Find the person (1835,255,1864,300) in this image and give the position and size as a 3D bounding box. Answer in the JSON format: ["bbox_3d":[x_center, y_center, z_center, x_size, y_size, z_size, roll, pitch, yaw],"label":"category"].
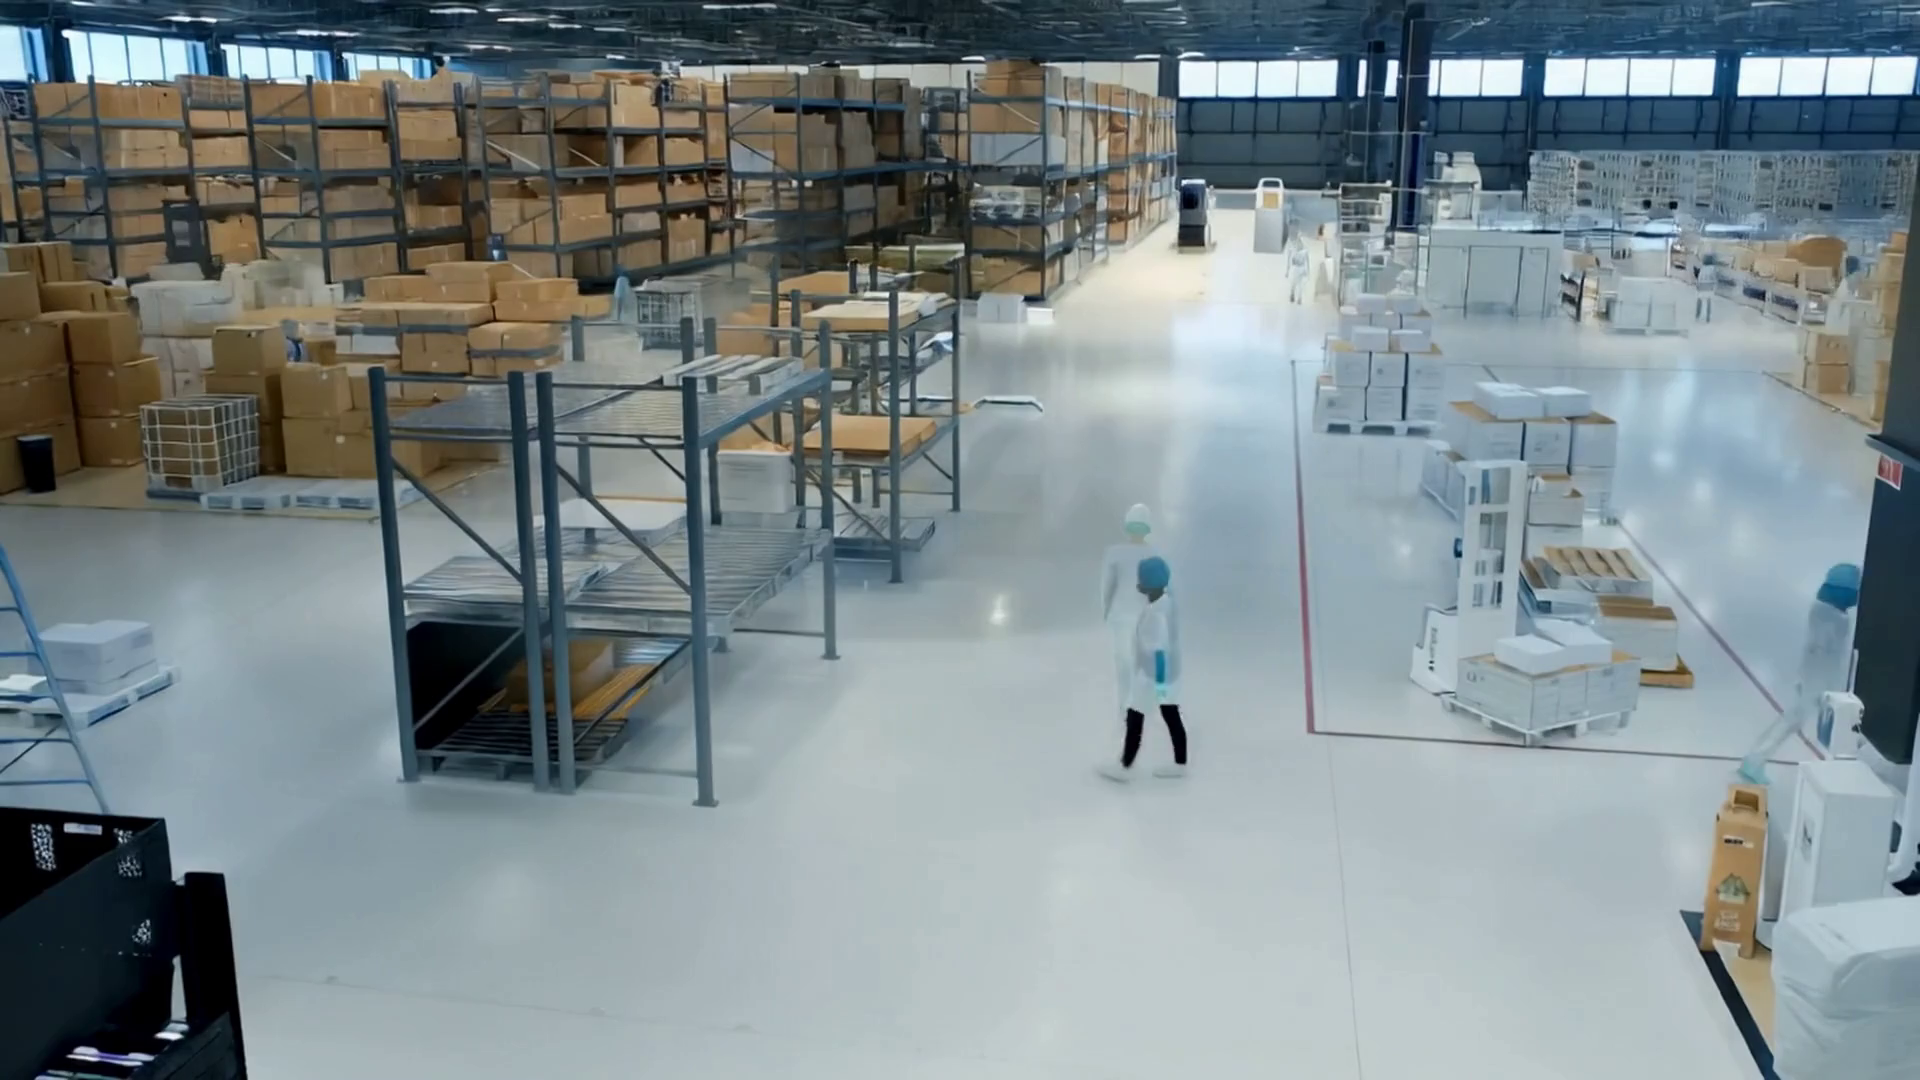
[{"bbox_3d":[19.026,-5.140,35.801,1.029,2.000,0.700,4,14,15],"label":"person"}]

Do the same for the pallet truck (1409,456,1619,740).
[{"bbox_3d":[4.504,0.400,13.395,0.823,1.965,1.885,-6,15,-23],"label":"pallet truck"}]

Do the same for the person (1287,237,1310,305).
[{"bbox_3d":[9.143,-7.272,44.918,0.598,1.816,0.534,2,14,9],"label":"person"}]

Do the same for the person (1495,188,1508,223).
[{"bbox_3d":[26.023,-15.938,79.916,0.651,1.906,0.403,9,16,32],"label":"person"}]

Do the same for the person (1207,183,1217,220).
[{"bbox_3d":[13.300,-17.854,87.715,0.626,1.911,0.962,-6,15,-22],"label":"person"}]

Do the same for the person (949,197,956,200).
[{"bbox_3d":[-0.489,-19.081,92.780,0.728,1.842,0.958,-6,15,-22],"label":"person"}]

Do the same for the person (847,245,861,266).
[{"bbox_3d":[-2.834,-6.889,43.609,0.540,1.695,0.317,4,14,14],"label":"person"}]

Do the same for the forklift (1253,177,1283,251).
[{"bbox_3d":[12.083,-12.747,64.956,1.129,2.768,1.873,3,14,10],"label":"forklift"}]

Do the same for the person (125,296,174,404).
[{"bbox_3d":[-13.995,-3.197,28.267,1.016,1.865,0.592,3,14,10],"label":"person"}]

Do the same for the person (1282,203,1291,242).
[{"bbox_3d":[13.774,-13.447,70.366,0.497,1.633,0.289,-3,14,-13],"label":"person"}]

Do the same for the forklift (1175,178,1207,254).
[{"bbox_3d":[8.869,-12.395,63.530,1.129,2.768,1.873,3,14,10],"label":"forklift"}]

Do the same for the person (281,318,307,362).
[{"bbox_3d":[-10.120,-2.455,25.317,0.350,1.839,0.506,5,15,18],"label":"person"}]

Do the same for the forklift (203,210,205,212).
[{"bbox_3d":[-25.116,-10.520,55.913,1.873,2.768,1.129,-4,14,-14],"label":"forklift"}]

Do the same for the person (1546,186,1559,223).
[{"bbox_3d":[29.090,-16.289,81.275,1.016,1.947,0.633,-3,14,-11],"label":"person"}]

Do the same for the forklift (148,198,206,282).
[{"bbox_3d":[-21.104,-7.887,45.226,1.129,2.768,1.873,3,14,10],"label":"forklift"}]

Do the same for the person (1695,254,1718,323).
[{"bbox_3d":[18.130,-6.094,40.417,0.538,1.679,0.703,3,14,11],"label":"person"}]

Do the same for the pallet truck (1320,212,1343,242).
[{"bbox_3d":[15.874,-13.227,70.310,0.680,1.201,1.601,10,17,35],"label":"pallet truck"}]

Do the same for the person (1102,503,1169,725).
[{"bbox_3d":[1.387,0.562,13.240,0.523,1.744,0.717,1,14,5],"label":"person"}]

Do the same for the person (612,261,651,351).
[{"bbox_3d":[-7.044,-4.927,35.182,0.940,1.933,0.609,0,14,1],"label":"person"}]

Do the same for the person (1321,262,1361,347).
[{"bbox_3d":[8.206,-4.922,35.226,0.972,1.884,0.571,-1,14,-3],"label":"person"}]

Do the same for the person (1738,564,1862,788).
[{"bbox_3d":[6.013,0.978,11.678,0.908,1.696,0.498,1,14,4],"label":"person"}]

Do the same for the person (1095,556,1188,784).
[{"bbox_3d":[1.313,0.933,11.893,0.751,1.668,0.547,4,14,15],"label":"person"}]

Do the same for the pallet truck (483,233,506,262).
[{"bbox_3d":[-11.832,-7.026,43.548,1.885,1.965,0.823,8,16,28],"label":"pallet truck"}]

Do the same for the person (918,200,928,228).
[{"bbox_3d":[-1.714,-14.772,75.152,0.565,1.915,0.615,4,14,15],"label":"person"}]
